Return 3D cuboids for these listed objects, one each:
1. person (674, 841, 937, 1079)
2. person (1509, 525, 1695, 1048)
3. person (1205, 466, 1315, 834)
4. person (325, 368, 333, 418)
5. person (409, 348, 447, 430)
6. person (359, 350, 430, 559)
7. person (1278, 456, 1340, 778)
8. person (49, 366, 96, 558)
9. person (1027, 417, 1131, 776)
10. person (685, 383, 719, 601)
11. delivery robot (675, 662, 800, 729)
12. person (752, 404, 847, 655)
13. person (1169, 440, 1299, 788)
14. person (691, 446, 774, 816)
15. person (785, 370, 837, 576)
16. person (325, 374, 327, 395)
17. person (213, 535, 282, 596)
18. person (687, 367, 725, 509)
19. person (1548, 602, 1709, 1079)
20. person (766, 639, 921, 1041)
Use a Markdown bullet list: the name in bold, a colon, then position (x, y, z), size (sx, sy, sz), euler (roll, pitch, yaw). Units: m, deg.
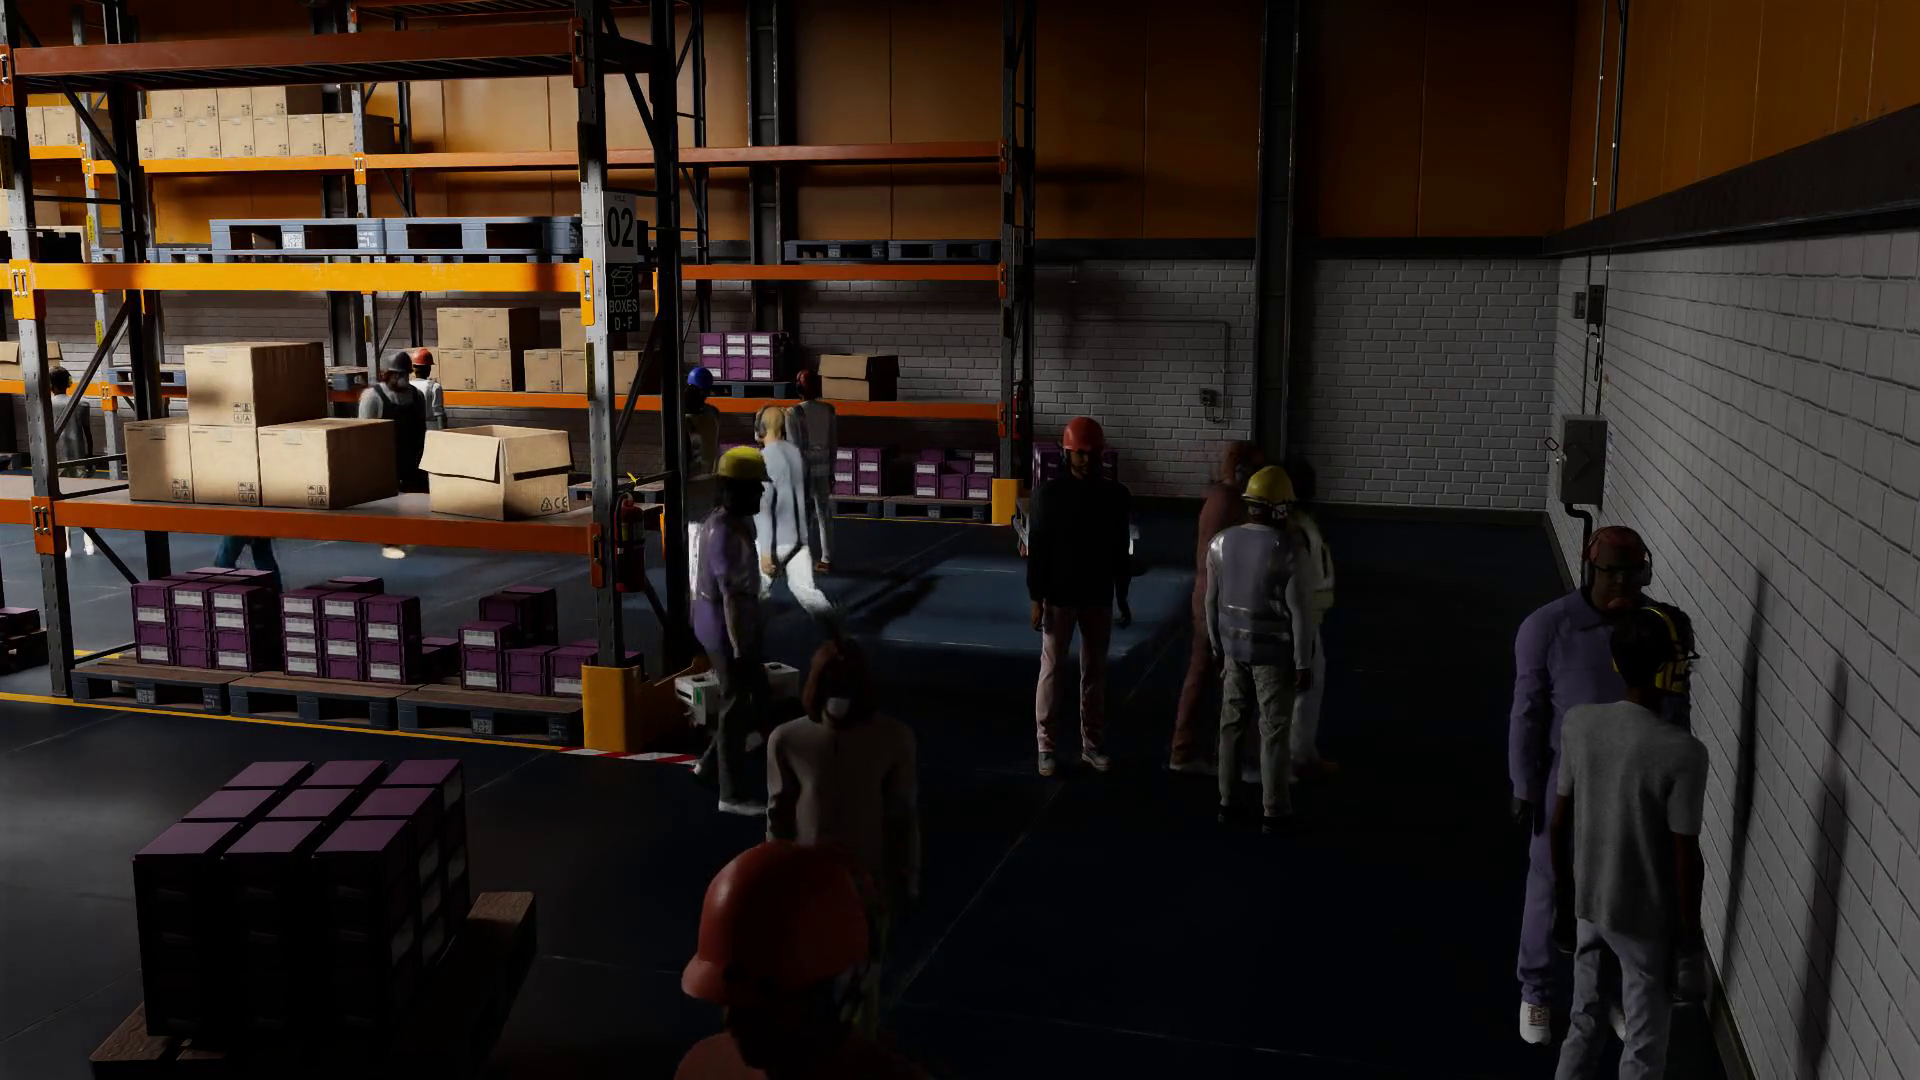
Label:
- **person**: position (-0.168, 1.401, 2.681), size (0.616, 1.970, 0.876), euler (6, 11, 31)
- **person**: position (2.304, 0.888, 5.972), size (0.652, 1.906, 0.402), euler (0, 9, 1)
- **person**: position (1.512, 0.542, 8.308), size (0.600, 1.829, 0.404), euler (9, 13, 43)
- **person**: position (-7.079, -1.120, 18.494), size (0.618, 1.809, 0.616), euler (0, 9, 1)
- **person**: position (-5.771, -1.094, 17.959), size (0.544, 1.937, 0.354), euler (2, 10, 12)
- **person**: position (-5.415, -0.833, 16.052), size (0.703, 2.000, 0.543), euler (-9, 13, -44)
- **person**: position (1.843, 0.433, 9.070), size (0.469, 1.804, 0.652), euler (1, 9, 6)
- **person**: position (-8.674, -0.759, 16.149), size (0.329, 1.864, 0.508), euler (9, 13, 42)
- **person**: position (0.669, 0.310, 9.226), size (0.613, 1.995, 0.390), euler (-3, 10, -15)
- **person**: position (-2.270, -0.406, 14.055), size (0.430, 1.845, 0.624), euler (3, 10, 20)
- **delivery robot**: position (-1.312, 0.887, 9.806), size (0.707, 0.478, 0.477), euler (-7, 11, -35)
- **person**: position (-1.136, 0.013, 11.413), size (0.999, 1.893, 0.636), euler (6, 11, 32)
- **person**: position (1.525, 0.404, 8.995), size (0.819, 1.875, 0.688), euler (1, 9, 9)
- **person**: position (-1.149, 0.473, 8.513), size (0.408, 1.912, 0.628), euler (0, 9, -2)
- **person**: position (-1.363, -0.608, 15.157), size (0.585, 1.882, 0.337), euler (-9, 13, -43)
- **person**: position (-7.879, -1.405, 20.026), size (0.403, 1.880, 0.611), euler (6, 11, 32)
- **person**: position (-5.510, -0.171, 12.668), size (0.717, 1.816, 0.580), euler (0, 9, -2)
- **person**: position (-2.309, -0.554, 14.670), size (0.411, 1.936, 0.605), euler (7, 12, 36)
- **person**: position (1.924, 1.100, 4.790), size (0.336, 1.873, 0.521), euler (-5, 10, -27)
- **person**: position (-0.377, 1.124, 5.423), size (0.501, 1.619, 0.424), euler (-1, 9, -5)
